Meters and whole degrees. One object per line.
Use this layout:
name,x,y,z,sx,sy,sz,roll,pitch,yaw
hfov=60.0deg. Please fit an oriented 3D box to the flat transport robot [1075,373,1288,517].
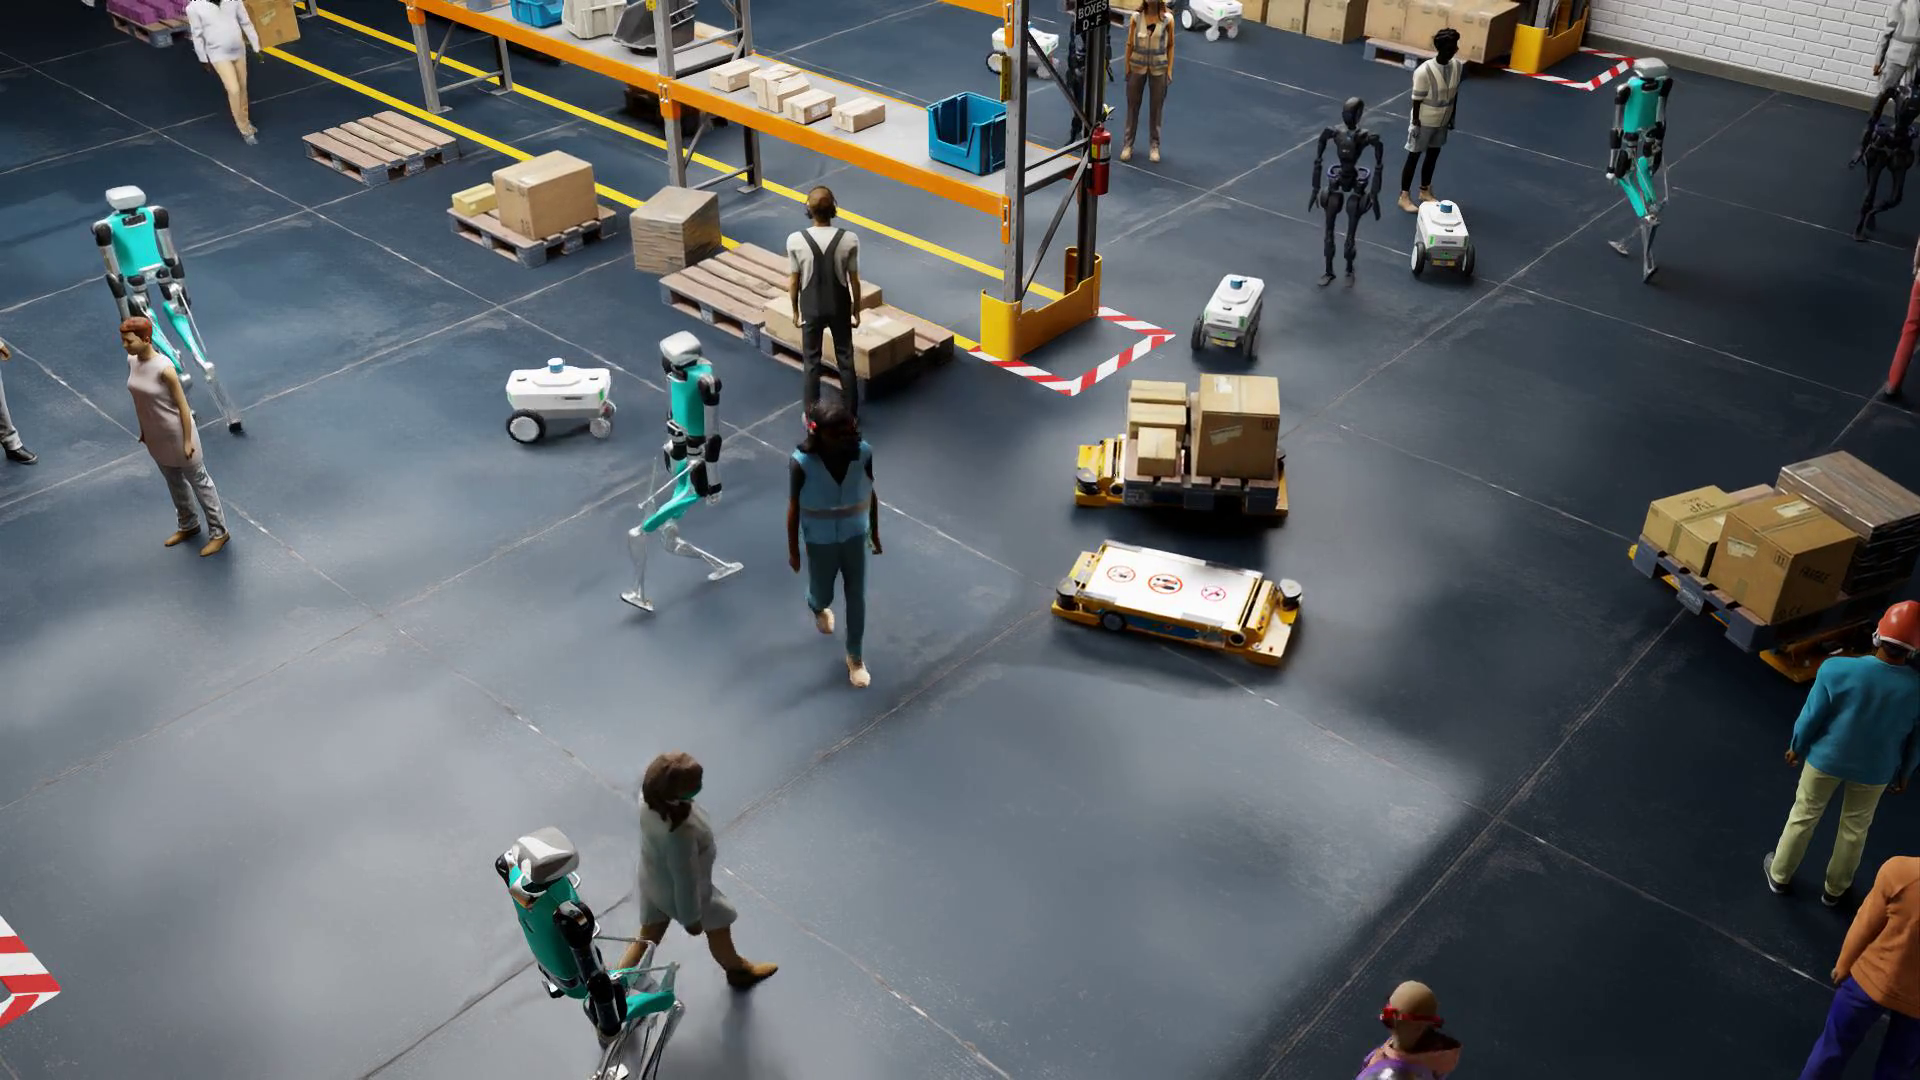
flat transport robot,1.525,-0.447,11.458,1.431,0.231,0.659,4,35,5

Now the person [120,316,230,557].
person,-5.020,-0.657,10.539,0.441,1.655,0.285,15,37,20

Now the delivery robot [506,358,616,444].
delivery robot,-2.901,-1.033,12.051,0.793,0.590,0.499,-1,35,-1

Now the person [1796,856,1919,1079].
person,3.826,1.787,6.728,0.516,1.973,0.402,18,39,24

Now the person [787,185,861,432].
person,-0.950,-1.624,11.790,0.501,1.835,0.347,-4,35,-6

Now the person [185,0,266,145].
person,-7.219,-4.818,16.507,0.742,1.723,0.575,26,43,33

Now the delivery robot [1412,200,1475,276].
delivery robot,4.164,-2.642,14.374,0.499,0.581,0.774,3,35,4

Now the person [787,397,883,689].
person,-0.731,-0.050,9.497,0.558,1.850,0.628,-10,36,-14

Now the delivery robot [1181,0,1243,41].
delivery robot,2.982,-6.229,19.599,0.520,0.613,0.784,-16,38,-21

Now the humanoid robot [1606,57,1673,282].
humanoid robot,5.829,-3.059,13.985,0.564,1.810,0.921,-12,36,-17

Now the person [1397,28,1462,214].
person,4.271,-3.801,15.064,0.534,1.692,0.319,-18,38,-24

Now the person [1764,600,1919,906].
person,4.302,1.025,8.018,0.572,1.748,0.341,14,37,19

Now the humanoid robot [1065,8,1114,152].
humanoid robot,1.214,-4.664,16.362,0.586,1.665,0.438,-26,42,-32

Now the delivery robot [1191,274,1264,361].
delivery robot,2.161,-1.801,13.162,0.499,0.589,0.784,13,37,17

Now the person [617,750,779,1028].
person,-1.292,1.533,7.399,0.871,1.609,0.515,-20,39,-27

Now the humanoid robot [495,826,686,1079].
humanoid robot,-1.429,1.739,6.881,0.533,1.677,0.735,29,44,35

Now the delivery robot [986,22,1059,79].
delivery robot,0.714,-5.465,18.449,0.745,0.565,0.499,14,37,20

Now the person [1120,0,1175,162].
person,1.823,-4.525,16.036,0.468,1.778,0.323,6,35,8

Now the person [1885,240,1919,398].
person,7.277,-1.904,12.278,0.529,1.730,0.783,25,42,31

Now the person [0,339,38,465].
person,-6.745,-1.258,11.256,0.403,1.830,0.596,19,39,25

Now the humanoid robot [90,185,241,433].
humanoid robot,-5.546,-1.544,11.805,0.885,1.838,0.559,24,41,30

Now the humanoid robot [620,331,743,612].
humanoid robot,-1.829,-0.339,10.060,1.039,1.779,0.541,-24,41,-31

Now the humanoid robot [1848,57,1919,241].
humanoid robot,8.138,-3.435,14.544,0.610,1.639,0.393,7,35,9

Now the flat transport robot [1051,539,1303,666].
flat transport robot,1.343,0.372,10.271,1.431,0.231,0.659,12,36,17

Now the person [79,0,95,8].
person,-10.477,-7.266,19.936,1.022,1.849,0.661,27,43,34

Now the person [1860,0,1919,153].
person,9.153,-4.638,16.076,0.551,1.922,0.387,15,38,21

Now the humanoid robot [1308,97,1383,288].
humanoid robot,3.188,-2.866,13.724,0.614,1.645,0.313,13,37,18

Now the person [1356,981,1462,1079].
person,1.579,2.331,6.206,0.360,1.663,0.565,20,39,26

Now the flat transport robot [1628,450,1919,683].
flat transport robot,4.917,0.338,10.321,0.659,0.231,1.431,-14,37,-19
